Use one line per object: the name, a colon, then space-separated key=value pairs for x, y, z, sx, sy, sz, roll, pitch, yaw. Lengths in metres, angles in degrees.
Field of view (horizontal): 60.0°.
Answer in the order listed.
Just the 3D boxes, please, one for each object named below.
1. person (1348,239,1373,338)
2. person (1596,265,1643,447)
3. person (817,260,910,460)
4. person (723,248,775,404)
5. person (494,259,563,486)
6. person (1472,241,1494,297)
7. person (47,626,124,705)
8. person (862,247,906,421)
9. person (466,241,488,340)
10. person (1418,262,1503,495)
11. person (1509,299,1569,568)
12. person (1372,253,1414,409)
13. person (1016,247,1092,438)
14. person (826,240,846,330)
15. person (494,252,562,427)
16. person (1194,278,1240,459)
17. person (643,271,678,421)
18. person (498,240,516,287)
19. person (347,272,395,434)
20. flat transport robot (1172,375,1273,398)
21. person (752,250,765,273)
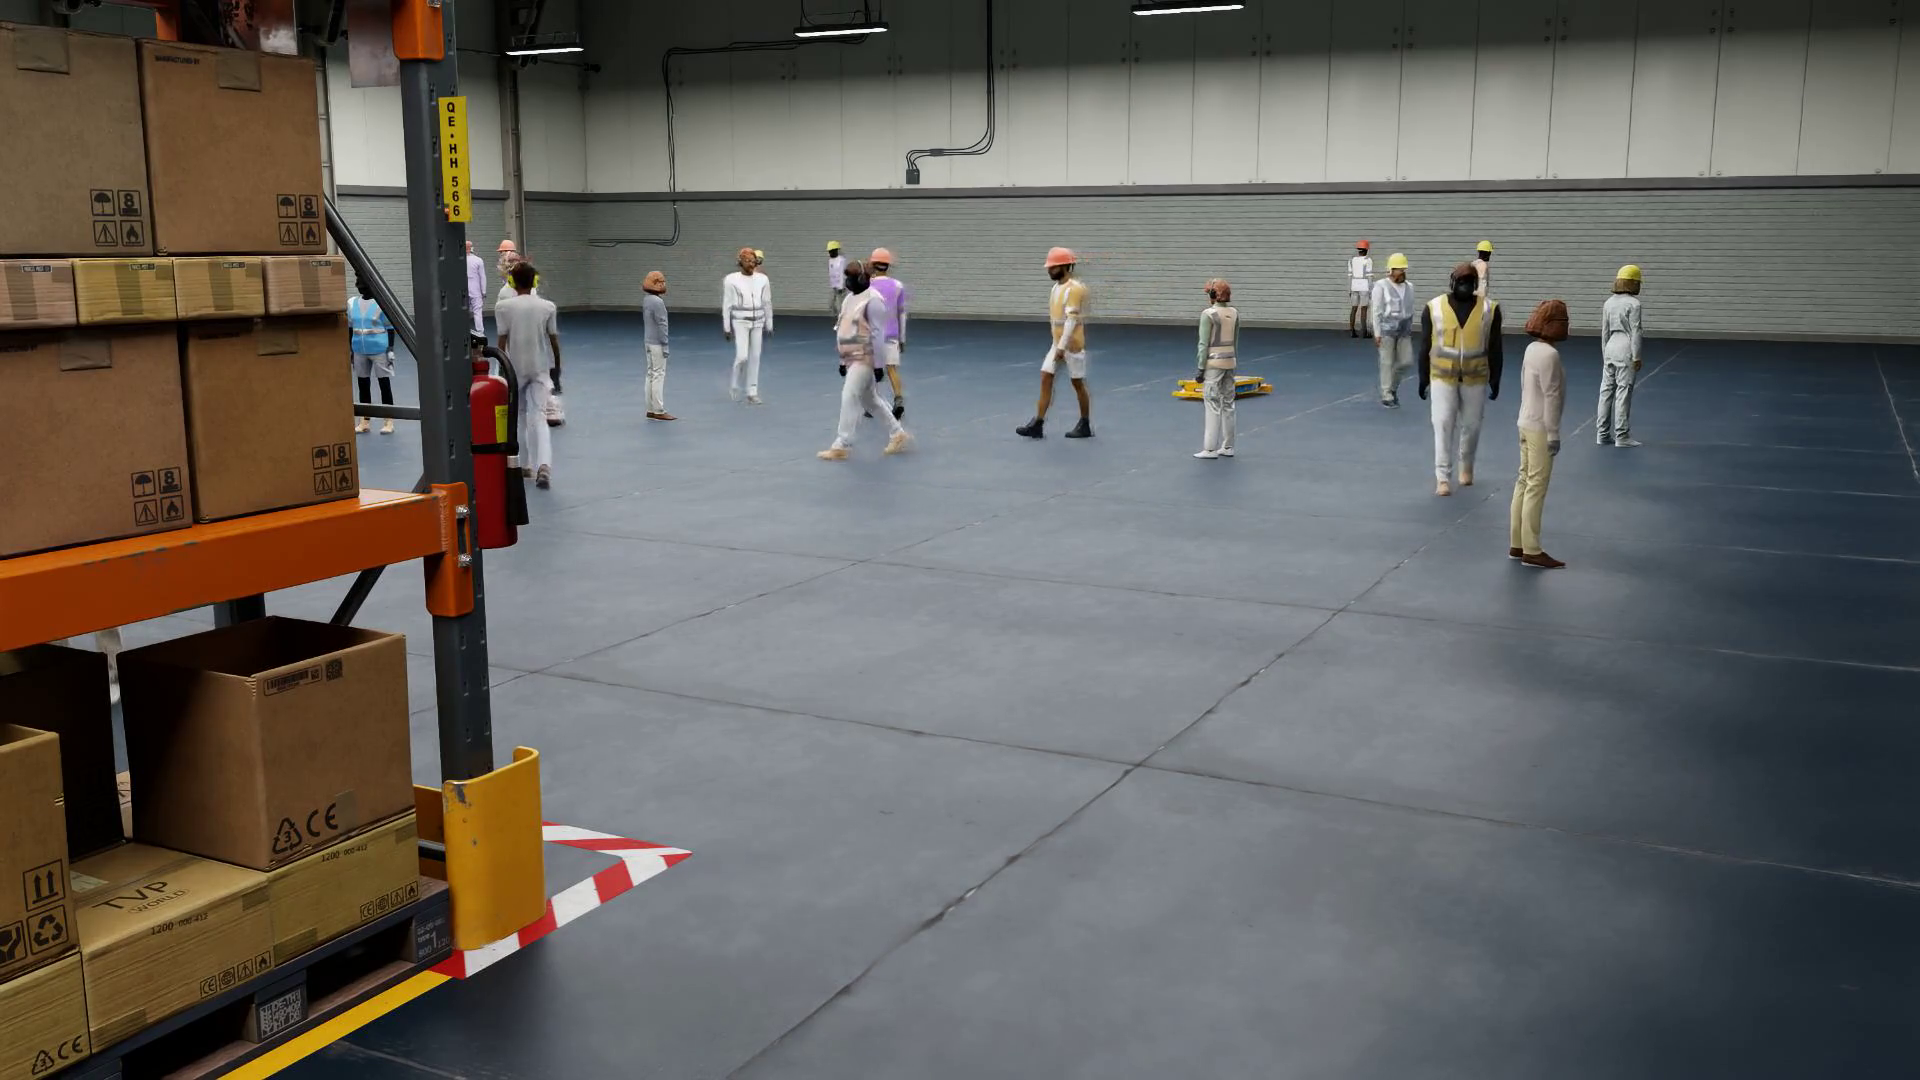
person: x=7.905 y=-4.943 z=32.776 sx=0.361 sy=1.939 sz=0.542 roll=-10 pitch=14 yaw=-44
person: x=6.384 y=-1.770 z=16.016 sx=0.302 sy=1.742 sz=0.486 roll=-4 pitch=11 yaw=-21
person: x=-0.863 y=-1.646 z=15.179 sx=0.931 sy=1.806 sz=0.637 roll=-5 pitch=12 yaw=-25
person: x=-2.526 y=-2.558 z=19.954 sx=0.591 sy=1.872 sz=0.401 roll=-7 pitch=13 yaw=-34
person: x=-3.497 y=-1.359 z=13.537 sx=0.529 sy=1.838 sz=0.936 roll=-4 pitch=11 yaw=-19
person: x=9.015 y=-4.210 z=28.813 sx=0.382 sy=1.924 sz=0.594 roll=0 pitch=10 yaw=0
person: x=-3.837 y=-0.087 z=7.121 sx=0.523 sy=1.636 sz=0.310 roll=0 pitch=10 yaw=1
person: x=-0.825 y=-2.244 z=18.219 sx=0.556 sy=1.906 sz=0.928 roll=-4 pitch=11 yaw=-21
person: x=-9.428 y=-4.793 z=32.039 sx=0.643 sy=1.912 sz=0.410 roll=0 pitch=10 yaw=0
person: x=3.965 y=-1.293 z=13.211 sx=0.643 sy=1.819 sz=0.808 roll=2 pitch=11 yaw=12
person: x=3.579 y=-0.656 z=10.230 sx=0.278 sy=1.634 sz=0.498 roll=1 pitch=10 yaw=3
person: x=5.078 y=-2.443 z=19.476 sx=0.596 sy=1.818 sz=0.424 roll=-4 pitch=11 yaw=-19
person: x=0.945 y=-1.929 z=16.479 sx=0.920 sy=1.893 sz=0.548 roll=-6 pitch=12 yaw=-28
person: x=-2.640 y=-5.429 z=35.511 sx=0.434 sy=1.906 sz=0.603 roll=-8 pitch=13 yaw=-37
person: x=-4.678 y=-2.096 z=17.513 sx=0.989 sy=1.849 sz=0.669 roll=2 pitch=11 yaw=8
person: x=2.342 y=-1.551 z=15.114 sx=0.514 sy=1.636 sz=0.310 roll=-10 pitch=14 yaw=-43
person: x=-3.317 y=-2.128 z=18.250 sx=0.283 sy=1.636 sz=0.500 roll=-6 pitch=12 yaw=-30
person: x=-7.455 y=-3.998 z=27.622 sx=0.370 sy=1.939 sz=0.543 roll=-2 pitch=11 yaw=-11
person: x=-6.000 y=-1.920 z=16.951 sx=0.530 sy=1.696 sz=0.321 roll=2 pitch=11 yaw=9
flat transport robot: x=3.305 y=-1.926 z=20.875 sx=0.652 sy=0.197 sz=1.431 roll=8 pitch=13 yaw=37
person: x=-4.108 y=-4.882 z=33.007 sx=0.472 sy=1.720 sz=0.561 roll=2 pitch=11 yaw=9
